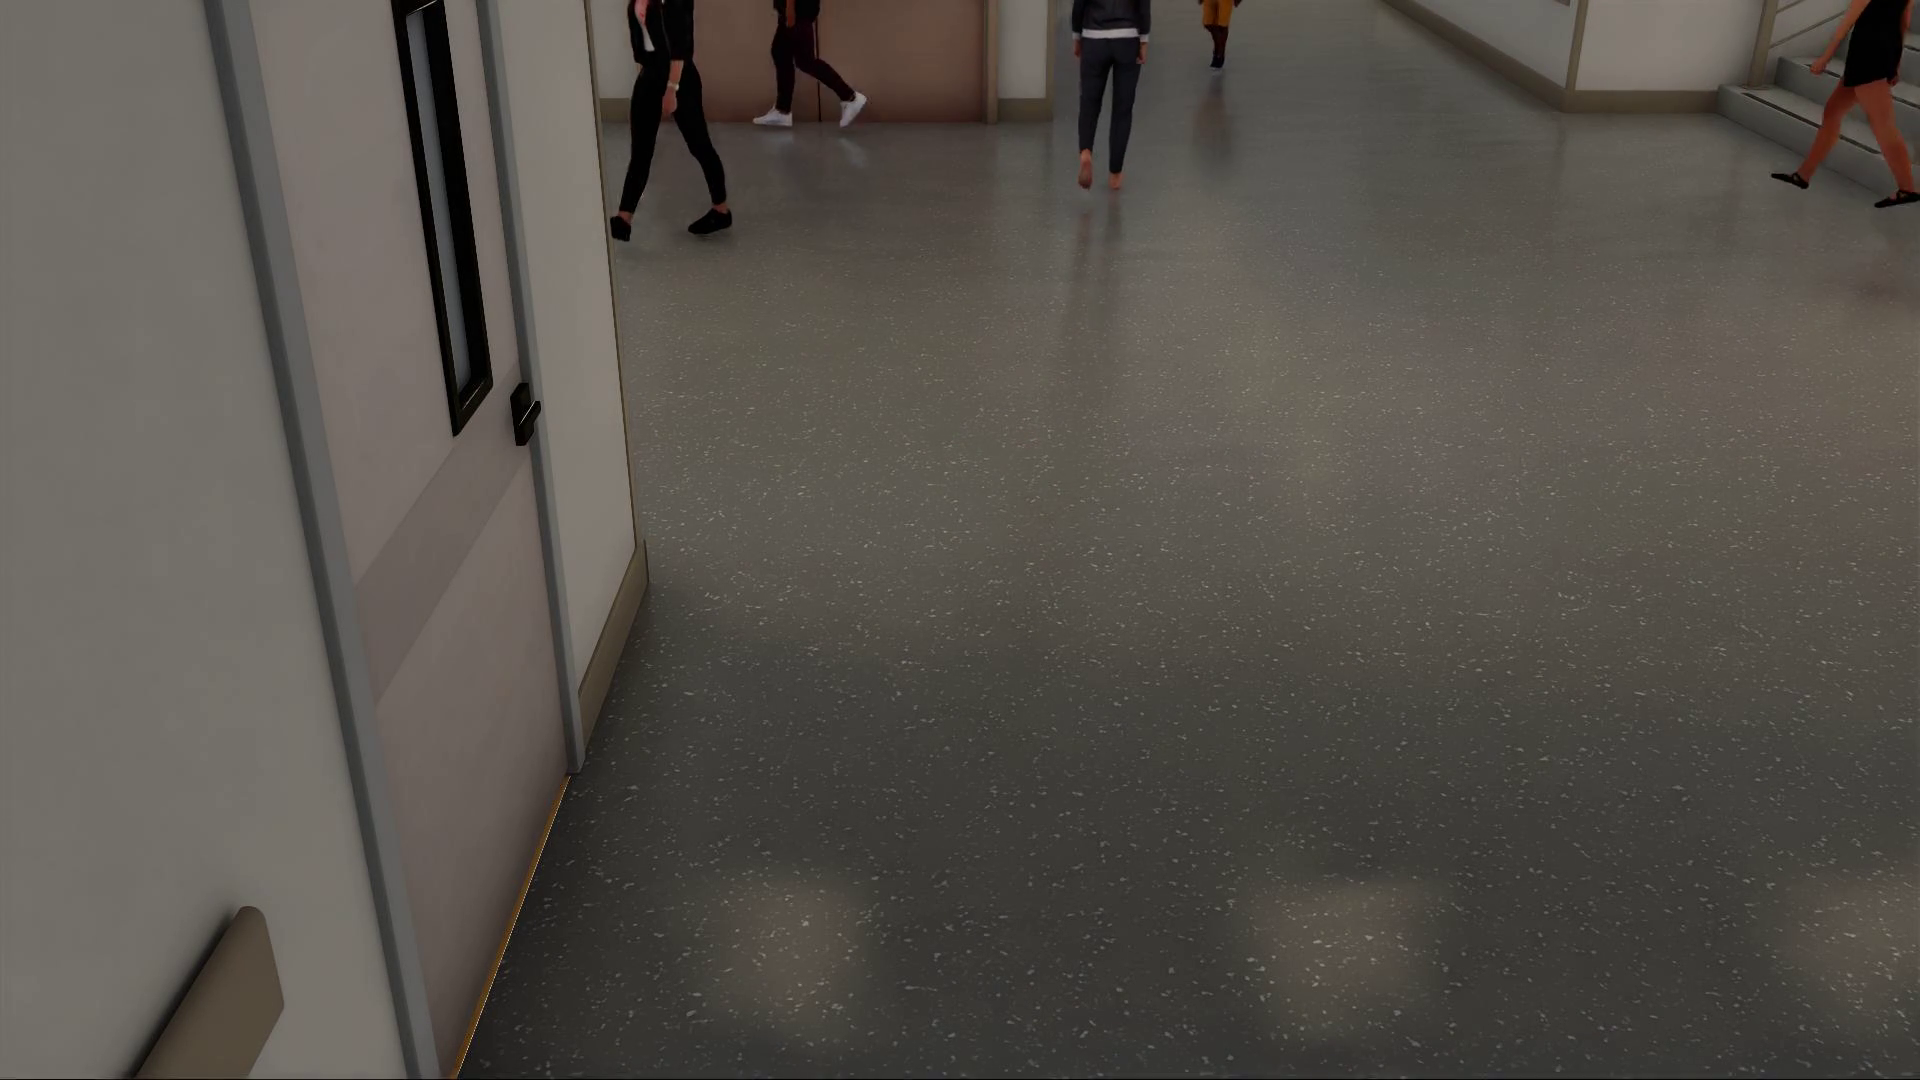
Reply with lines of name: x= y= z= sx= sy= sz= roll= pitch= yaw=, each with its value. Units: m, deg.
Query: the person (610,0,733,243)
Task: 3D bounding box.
person: x=-1.445 y=-2.406 z=8.784 sx=1.164 sy=1.672 sz=1.081 roll=-22 pitch=33 yaw=-37

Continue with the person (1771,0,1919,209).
person: x=5.218 y=-2.667 z=9.372 sx=1.144 sy=1.631 sz=1.068 roll=-17 pitch=30 yaw=-31

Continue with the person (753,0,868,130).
person: x=-1.033 y=-3.668 z=11.297 sx=1.051 sy=1.762 sz=0.659 roll=1 pitch=26 yaw=3

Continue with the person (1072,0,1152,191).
person: x=0.878 y=-2.885 z=9.684 sx=0.907 sy=1.752 sz=0.786 roll=5 pitch=26 yaw=10

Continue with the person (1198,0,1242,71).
person: x=2.164 y=-4.547 z=13.692 sx=0.721 sy=1.264 sz=0.739 roll=12 pitch=28 yaw=23
